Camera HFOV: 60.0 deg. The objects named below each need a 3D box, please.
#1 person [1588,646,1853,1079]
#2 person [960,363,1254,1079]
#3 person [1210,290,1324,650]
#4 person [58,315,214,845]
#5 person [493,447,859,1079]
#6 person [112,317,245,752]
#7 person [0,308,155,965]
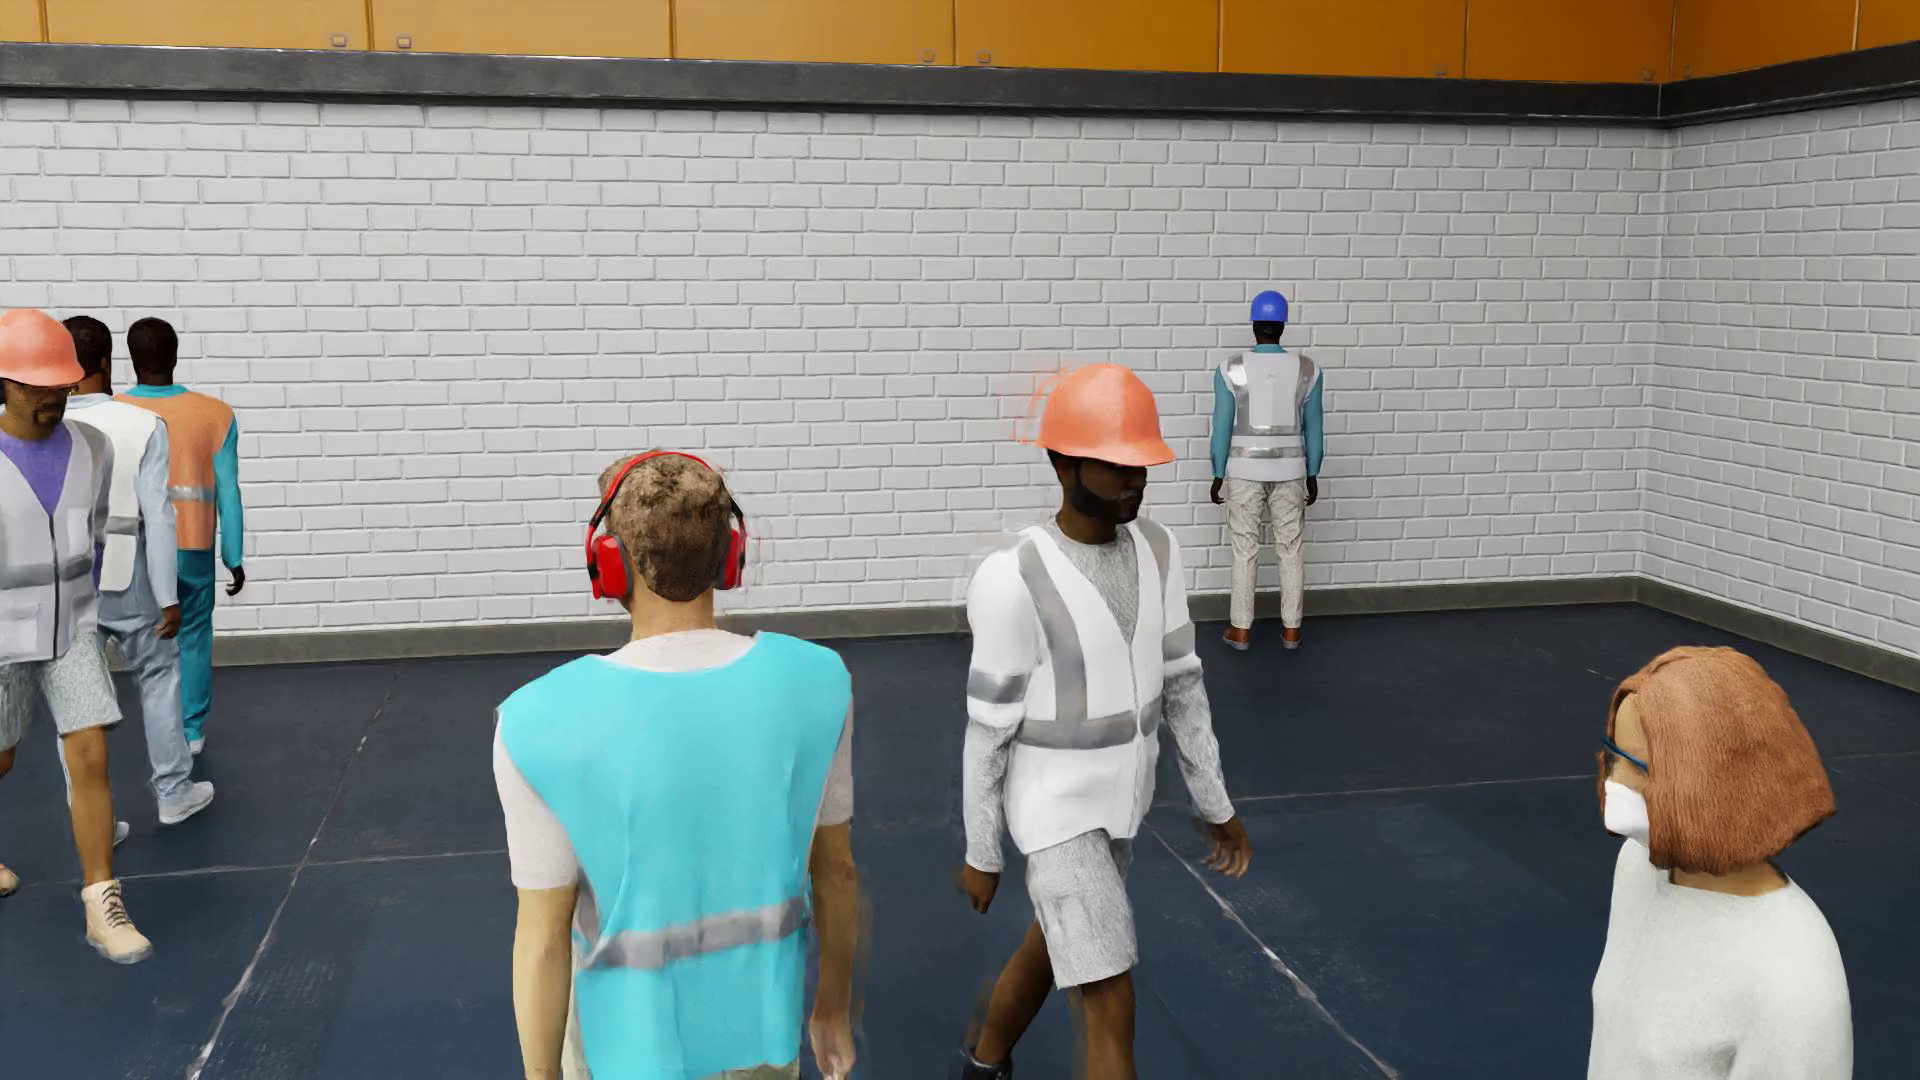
[{"bbox_3d":[0.903,0.930,2.076,0.275,1.627,0.504,0,9,1],"label":"person"},{"bbox_3d":[0.275,0.566,3.533,1.012,1.885,0.563,9,13,44],"label":"person"},{"bbox_3d":[1.658,-0.374,9.036,0.614,1.945,0.406,0,9,-1],"label":"person"},{"bbox_3d":[-3.059,0.146,6.015,0.608,1.894,0.749,-1,9,-3],"label":"person"},{"bbox_3d":[-0.387,0.765,2.512,0.578,1.815,0.881,-5,11,-30],"label":"person"},{"bbox_3d":[-3.226,0.037,6.764,0.607,1.883,0.959,-5,11,-30],"label":"person"},{"bbox_3d":[-2.933,0.271,5.104,1.060,1.974,0.623,6,11,32],"label":"person"}]
